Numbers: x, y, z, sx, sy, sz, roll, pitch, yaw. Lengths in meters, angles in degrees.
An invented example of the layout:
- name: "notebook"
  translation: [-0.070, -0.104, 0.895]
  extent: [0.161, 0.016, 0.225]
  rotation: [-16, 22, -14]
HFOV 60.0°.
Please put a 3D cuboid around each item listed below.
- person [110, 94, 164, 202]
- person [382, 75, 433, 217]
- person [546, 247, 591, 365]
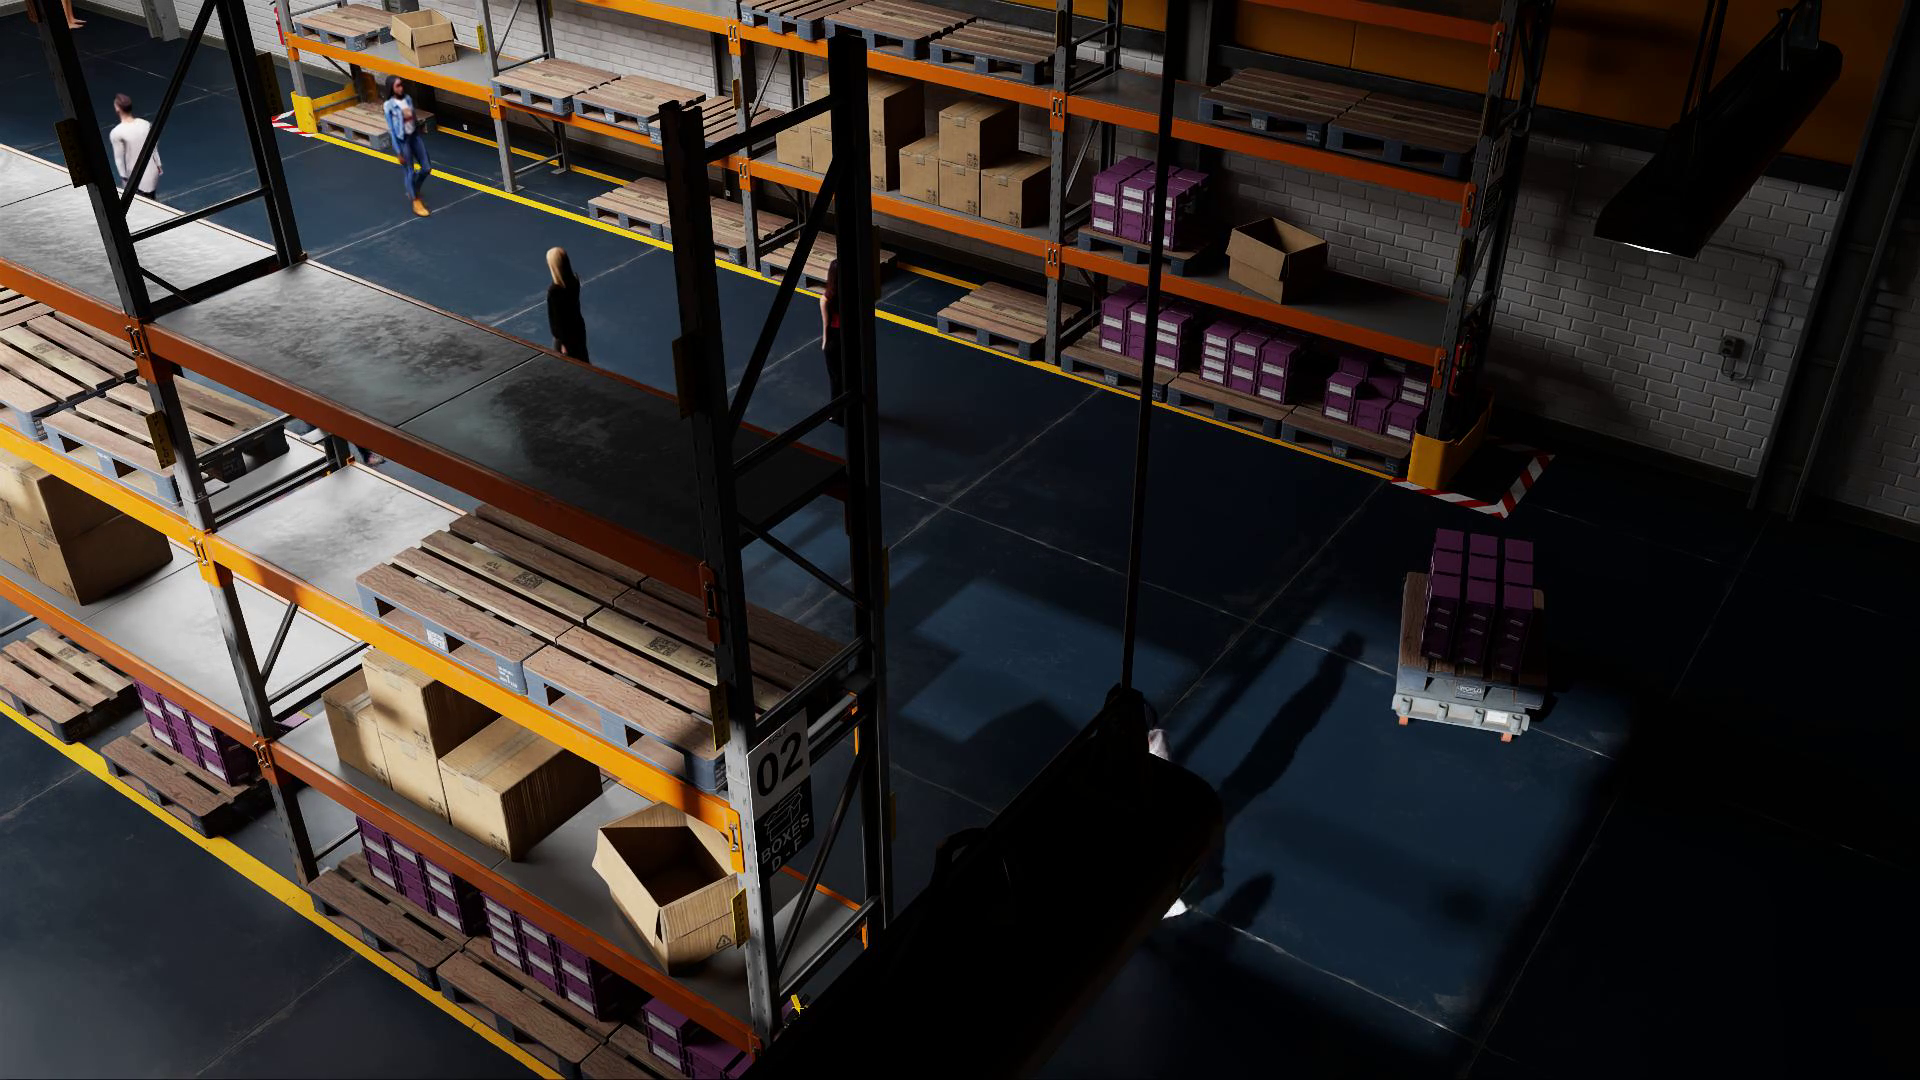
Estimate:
- name: "person"
  translation: [-9.203, -4.126, 18.793]
  extent: [1.056, 1.821, 0.726]
  rotation: [18, 38, 25]
- name: "person"
  translation: [-6.630, -4.692, 19.752]
  extent: [0.637, 1.701, 0.610]
  rotation: [20, 38, 27]
- name: "person"
  translation: [-3.493, -1.818, 15.321]
  extent: [1.135, 1.820, 0.857]
  rotation: [8, 34, 12]
